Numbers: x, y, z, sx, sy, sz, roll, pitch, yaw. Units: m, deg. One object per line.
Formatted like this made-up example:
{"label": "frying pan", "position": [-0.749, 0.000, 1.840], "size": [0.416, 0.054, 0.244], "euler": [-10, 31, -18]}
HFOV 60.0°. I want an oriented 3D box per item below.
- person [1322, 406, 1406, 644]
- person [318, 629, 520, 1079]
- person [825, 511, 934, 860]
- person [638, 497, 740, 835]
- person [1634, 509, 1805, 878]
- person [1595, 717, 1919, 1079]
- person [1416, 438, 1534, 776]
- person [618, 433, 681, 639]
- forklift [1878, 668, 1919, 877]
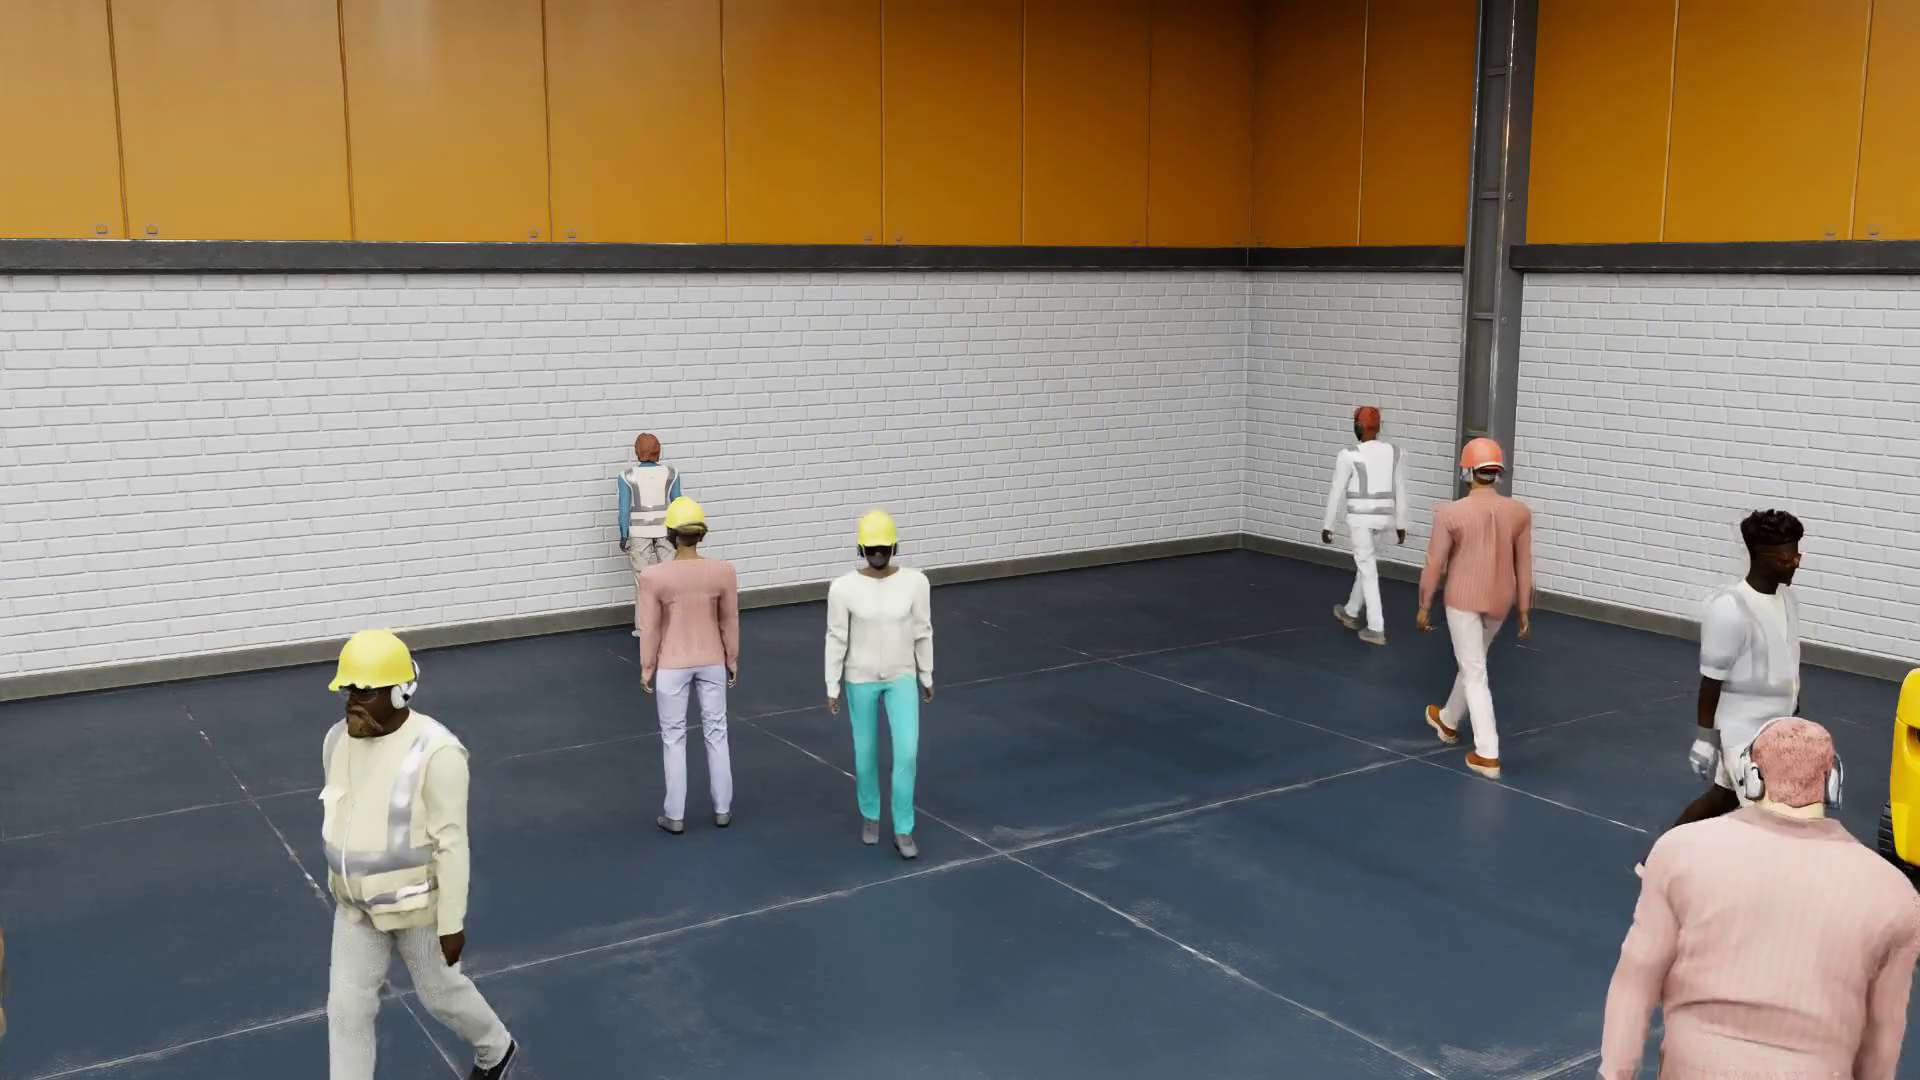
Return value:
{"label": "person", "position": [3.159, -0.146, 13.248], "size": [0.615, 1.844, 0.912], "euler": [-4, 10, -21]}
{"label": "person", "position": [-1.846, 1.161, 5.574], "size": [0.603, 1.802, 0.878], "euler": [4, 10, 25]}
{"label": "person", "position": [-0.394, 0.727, 8.314], "size": [0.560, 1.741, 0.700], "euler": [-1, 9, -7]}
{"label": "person", "position": [-1.416, 0.653, 8.697], "size": [0.534, 1.767, 0.318], "euler": [-4, 10, -22]}
{"label": "person", "position": [3.467, 0.795, 7.393], "size": [0.614, 1.926, 0.983], "euler": [-8, 12, -38]}
{"label": "person", "position": [2.006, 1.362, 4.256], "size": [0.721, 1.826, 1.030], "euler": [5, 10, 26]}
{"label": "person", "position": [3.039, 0.358, 9.945], "size": [0.642, 1.937, 1.008], "euler": [-2, 10, -12]}
{"label": "person", "position": [-2.449, -0.028, 13.179], "size": [0.515, 1.640, 0.315], "euler": [-4, 10, -23]}
{"label": "forklift", "position": [5.511, 0.571, 7.906], "size": [2.313, 2.155, 1.214], "euler": [-6, 11, -33]}
